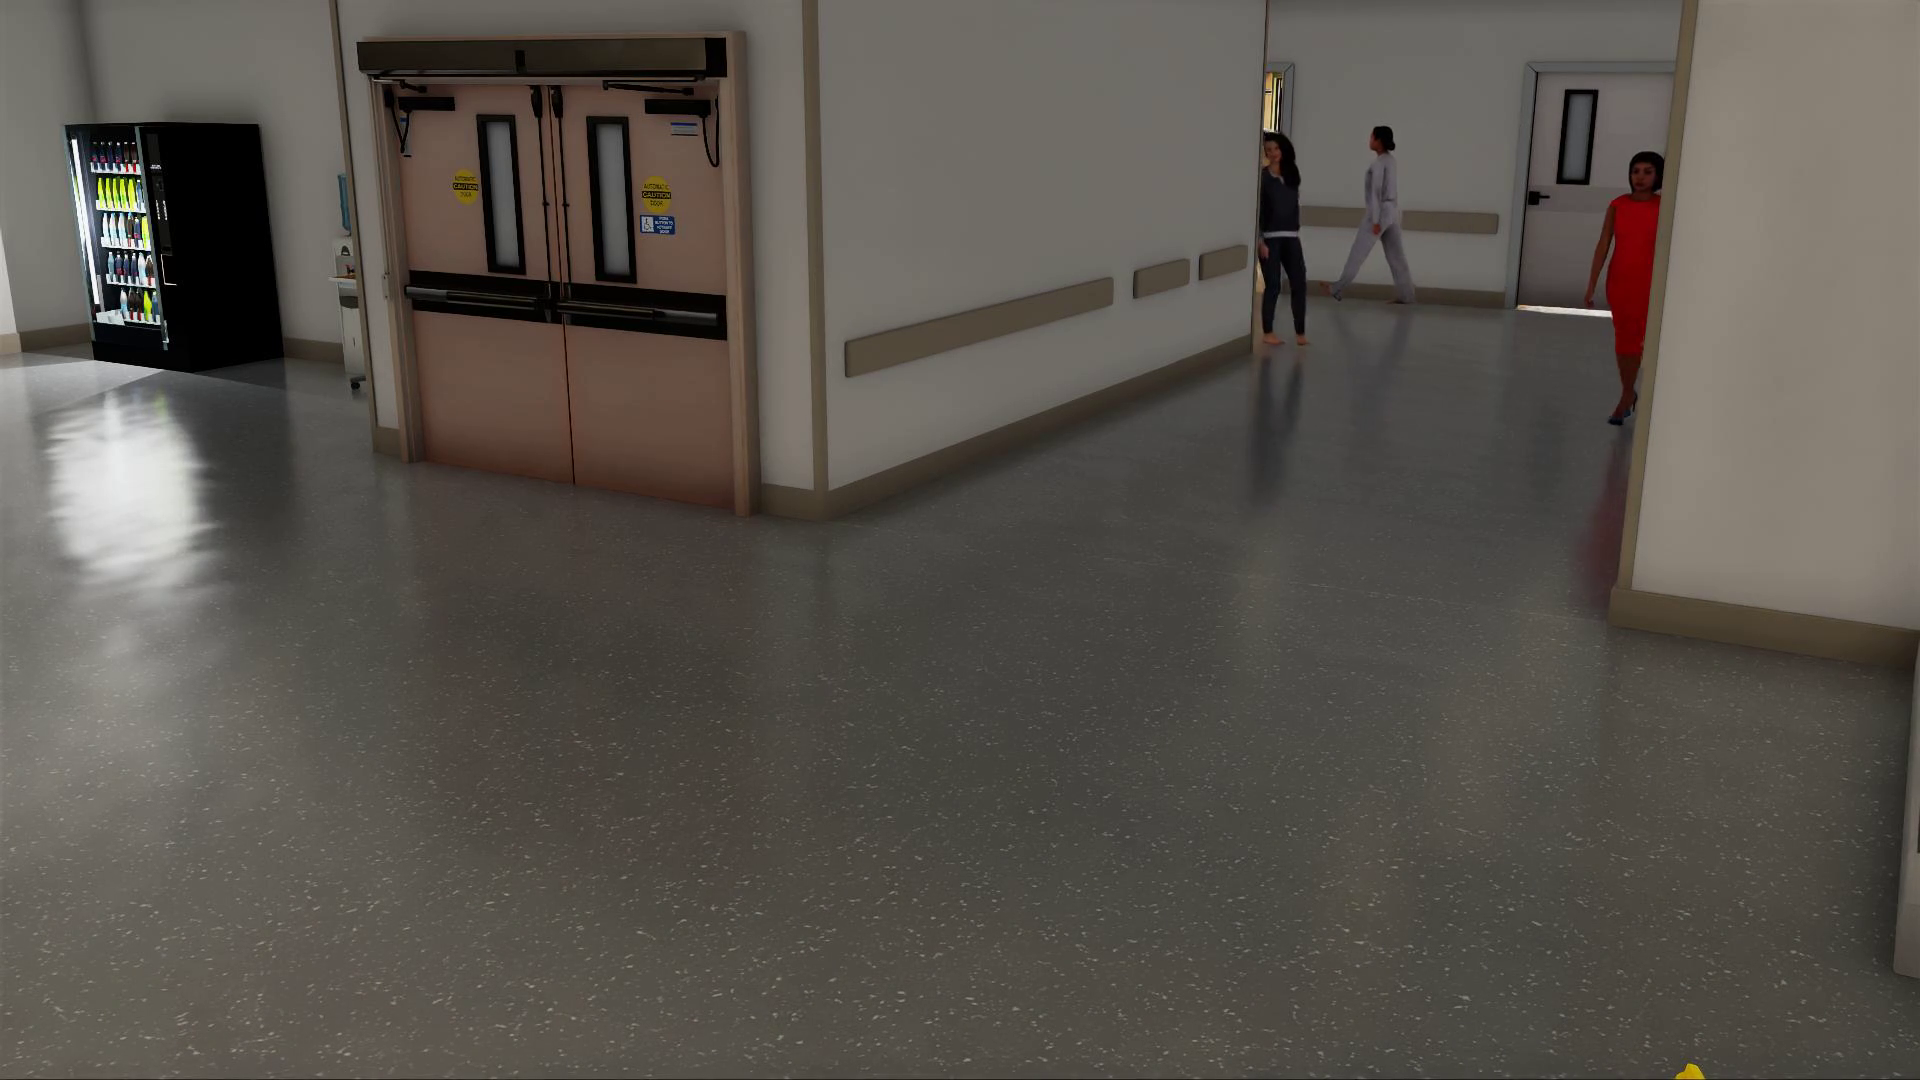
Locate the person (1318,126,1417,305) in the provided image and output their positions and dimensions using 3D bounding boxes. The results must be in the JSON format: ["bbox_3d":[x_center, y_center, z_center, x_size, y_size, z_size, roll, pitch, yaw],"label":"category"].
[{"bbox_3d":[4.122,-3.062,15.956,1.211,1.684,0.742,12,19,35],"label":"person"}]

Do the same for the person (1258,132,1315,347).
[{"bbox_3d":[2.576,-2.457,13.718,0.897,1.734,0.970,-8,17,-25],"label":"person"}]

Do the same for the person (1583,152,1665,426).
[{"bbox_3d":[4.372,-1.614,10.757,0.890,1.718,0.752,14,21,40],"label":"person"}]
